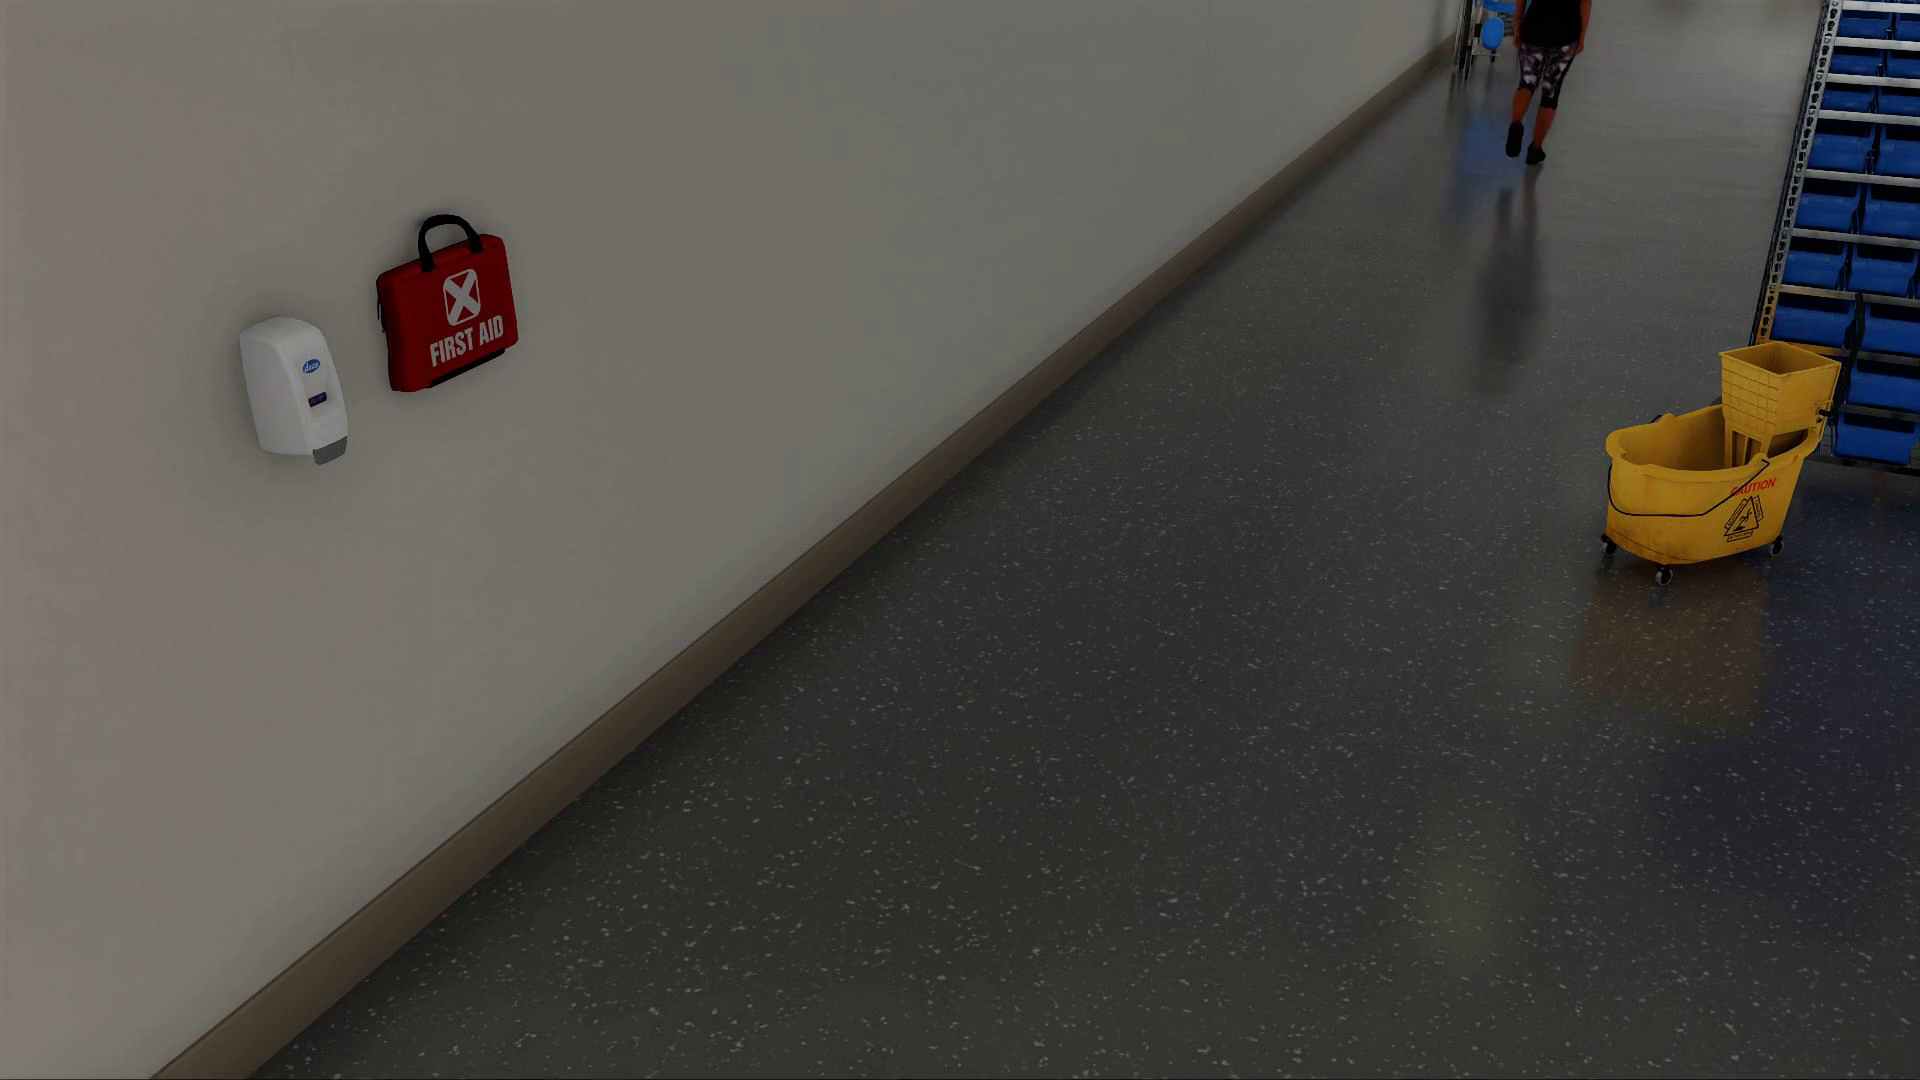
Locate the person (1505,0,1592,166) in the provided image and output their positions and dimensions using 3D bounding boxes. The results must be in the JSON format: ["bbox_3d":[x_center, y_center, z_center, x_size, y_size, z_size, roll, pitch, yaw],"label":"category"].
[{"bbox_3d":[3.606,-3.108,10.208,0.794,1.647,0.683,14,29,27],"label":"person"}]
